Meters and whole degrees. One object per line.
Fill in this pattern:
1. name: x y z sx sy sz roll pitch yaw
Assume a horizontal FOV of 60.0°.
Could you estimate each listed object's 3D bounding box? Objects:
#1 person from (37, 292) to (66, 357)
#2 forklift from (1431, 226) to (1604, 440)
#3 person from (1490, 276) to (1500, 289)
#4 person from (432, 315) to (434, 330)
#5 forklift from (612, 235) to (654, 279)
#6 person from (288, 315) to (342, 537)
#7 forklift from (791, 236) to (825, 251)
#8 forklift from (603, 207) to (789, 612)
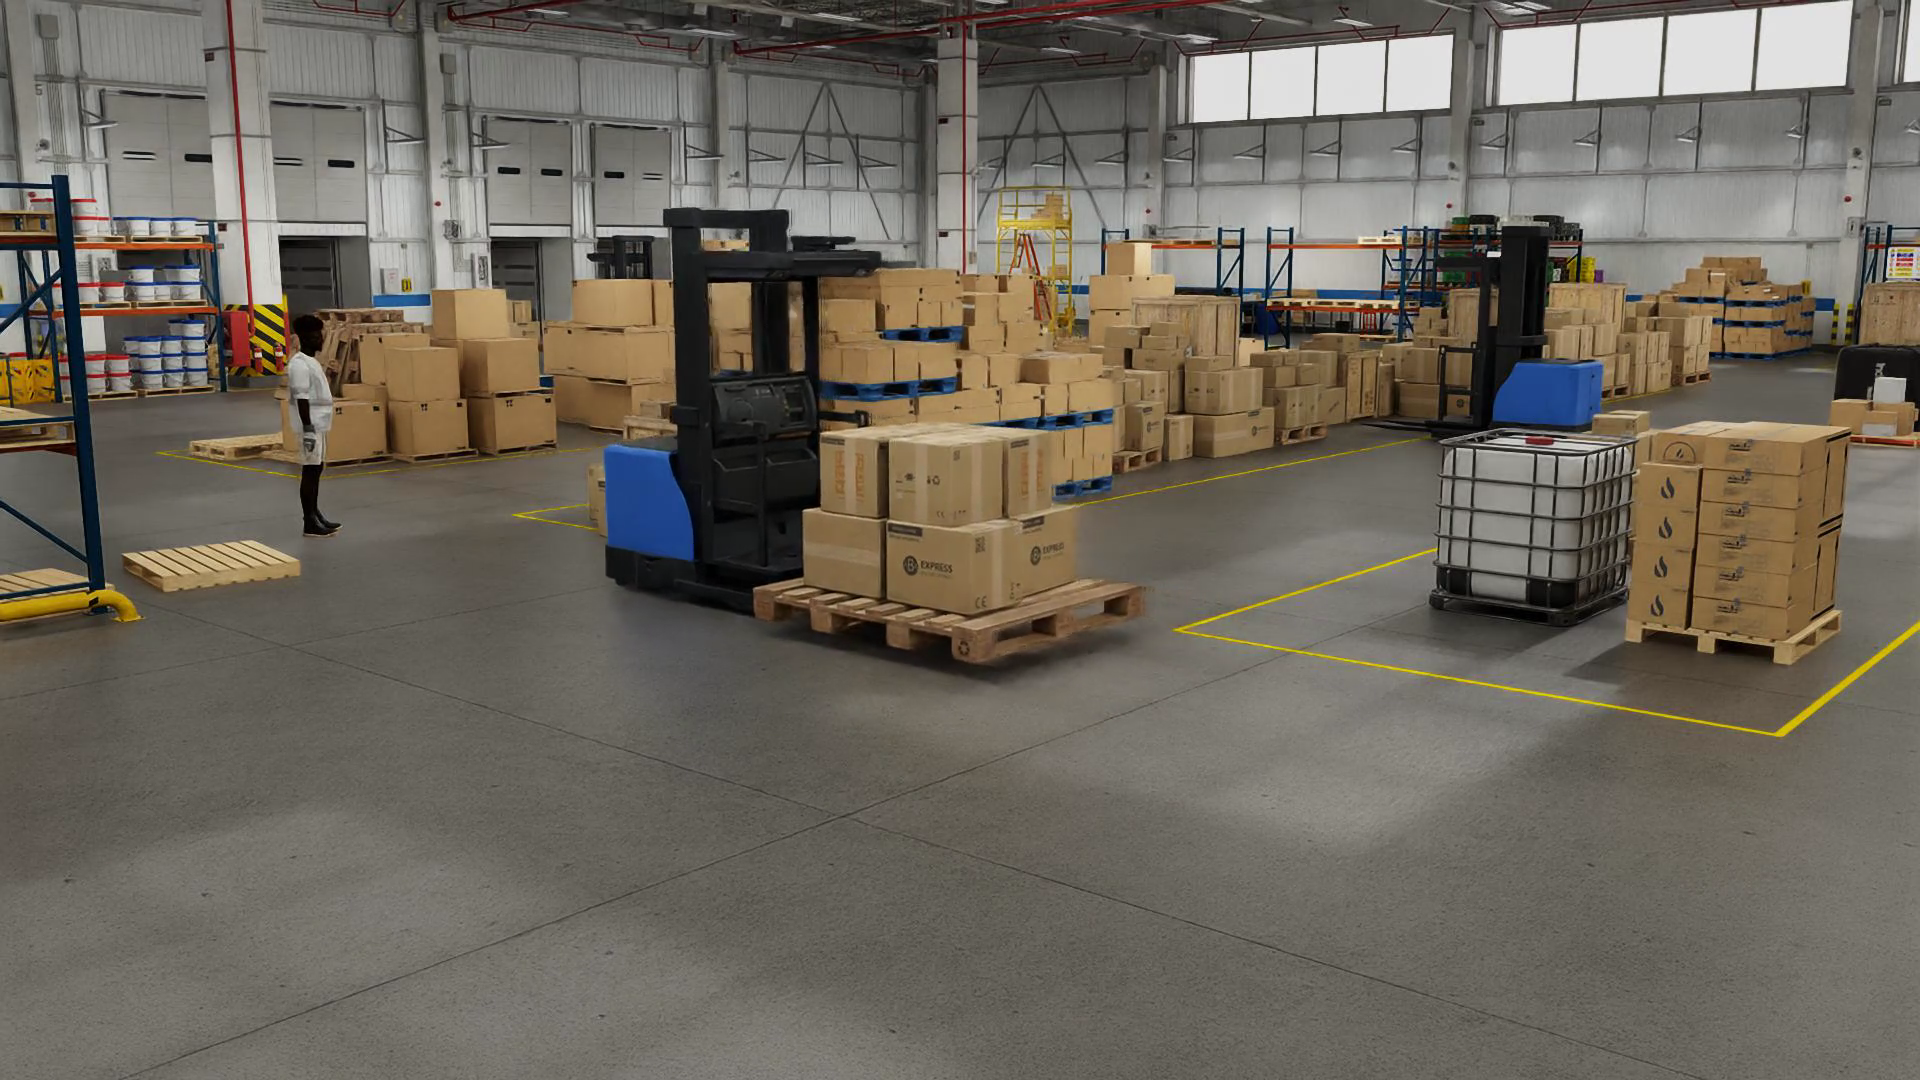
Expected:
1. person: -17.018 -3.877 31.171 0.563 1.935 0.444 4 11 23
2. forklift: 7.339 -2.688 21.696 1.873 2.768 1.129 8 13 40
3. person: 12.581 -5.275 39.268 0.625 1.898 1.015 6 11 30
4. person: -8.182 -3.021 26.535 0.345 1.847 0.504 3 10 18
5. forklift: -7.300 -5.450 37.421 1.873 2.768 1.129 8 13 40
6. person: -5.732 -1.009 14.732 0.361 1.964 0.613 -2 10 -12
7. forklift: -3.600 -5.846 39.678 1.873 2.768 1.129 7 12 35
8. forklift: -1.677 -1.015 12.172 1.873 2.768 1.129 8 13 40
